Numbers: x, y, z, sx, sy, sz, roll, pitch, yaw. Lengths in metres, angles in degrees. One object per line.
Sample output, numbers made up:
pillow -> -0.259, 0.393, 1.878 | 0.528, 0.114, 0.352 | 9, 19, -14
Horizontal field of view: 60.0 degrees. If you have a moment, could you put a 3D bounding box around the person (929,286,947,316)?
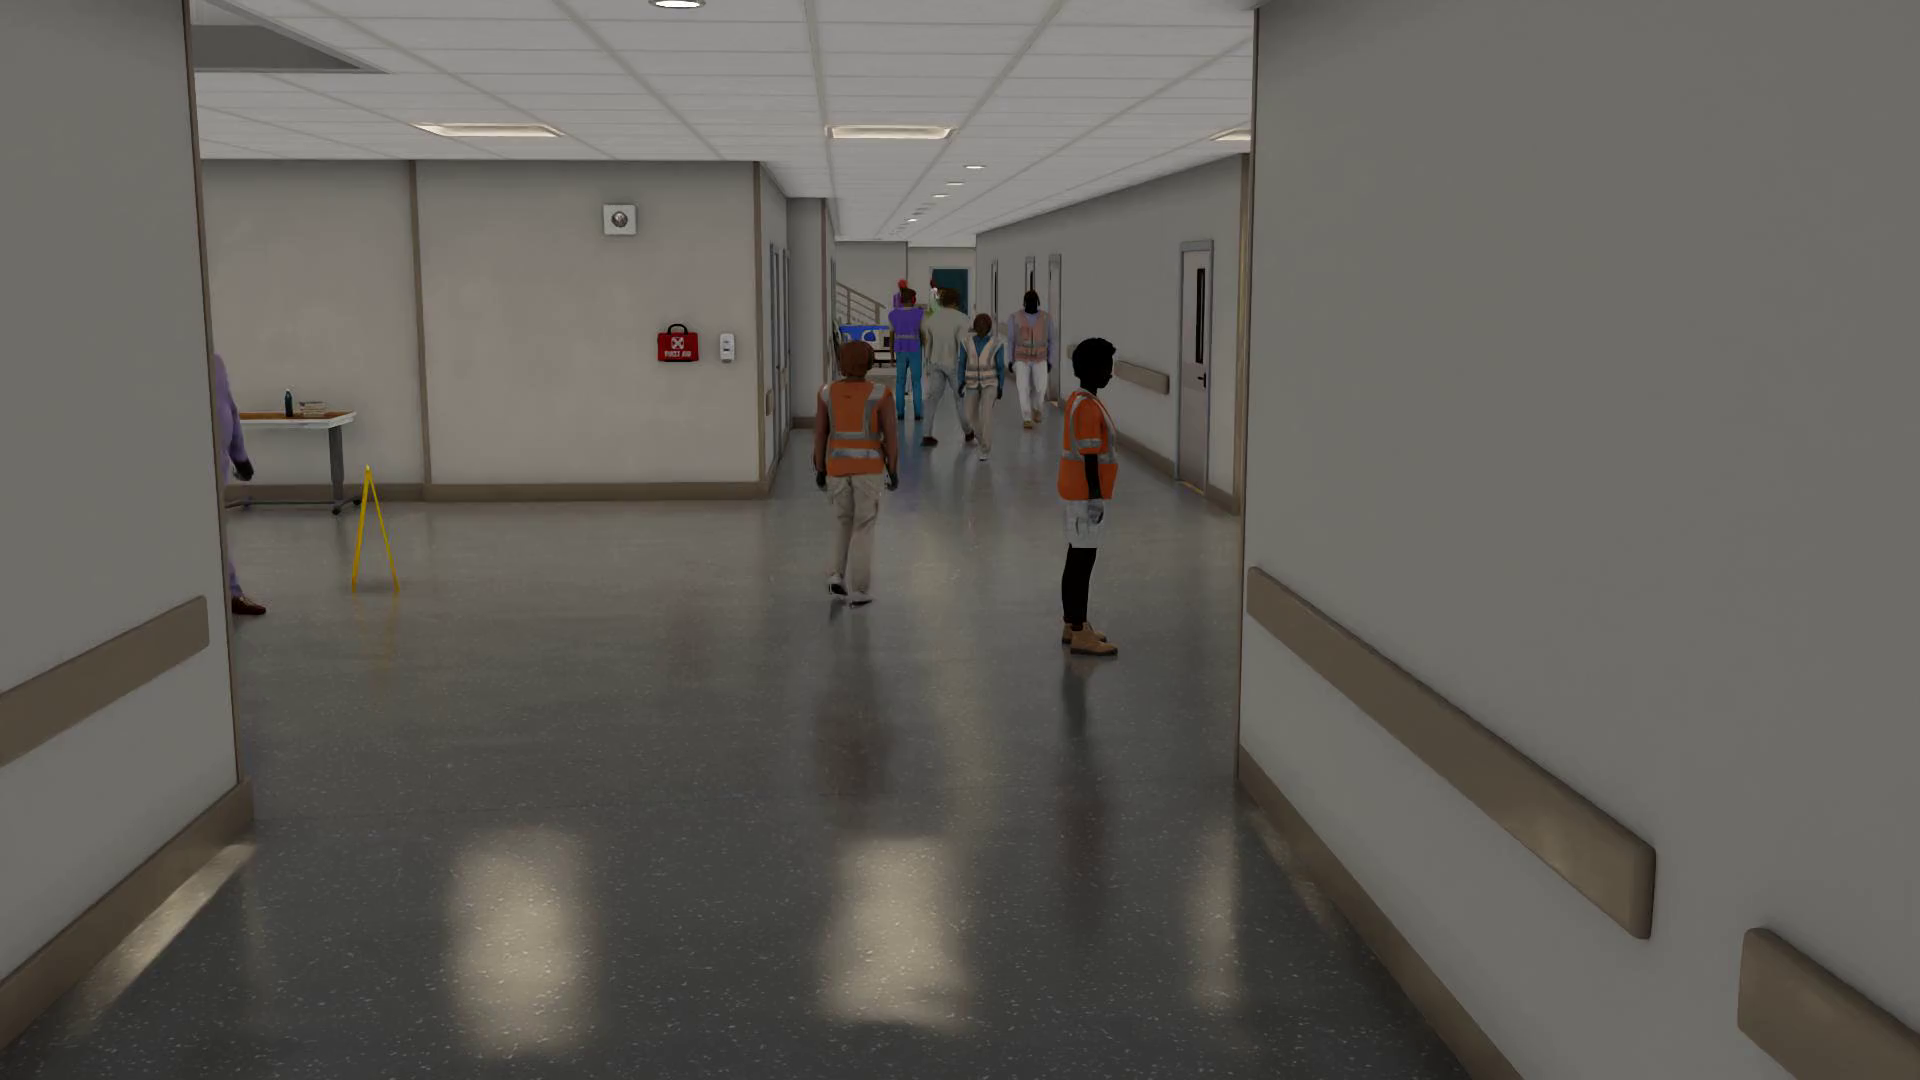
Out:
person -> -0.346, -4.397, 34.683 | 0.570, 1.818, 0.662 | 1, 9, 8

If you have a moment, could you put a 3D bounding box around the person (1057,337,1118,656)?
person -> 0.686, -0.236, 8.928 | 0.319, 1.694, 0.533 | -1, 9, -3

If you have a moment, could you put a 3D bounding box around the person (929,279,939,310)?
person -> -0.868, -7.784, 55.714 | 0.354, 1.886, 0.572 | 4, 10, 26

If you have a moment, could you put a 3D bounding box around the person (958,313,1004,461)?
person -> 0.252, -1.704, 18.380 | 0.511, 1.614, 0.660 | 2, 9, 14

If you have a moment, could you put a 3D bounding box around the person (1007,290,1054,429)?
person -> 0.928, -2.387, 22.018 | 0.629, 1.828, 0.477 | 0, 9, -1

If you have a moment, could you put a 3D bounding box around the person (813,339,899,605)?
person -> -0.636, -0.414, 10.243 | 0.518, 1.629, 0.398 | 4, 10, 22

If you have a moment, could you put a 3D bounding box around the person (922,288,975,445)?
person -> -0.123, -2.074, 19.952 | 0.657, 1.854, 1.097 | 5, 11, 31

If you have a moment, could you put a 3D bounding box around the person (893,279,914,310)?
person -> -1.450, -5.625, 42.090 | 0.566, 1.900, 0.878 | 1, 9, 9

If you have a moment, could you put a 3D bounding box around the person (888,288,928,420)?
person -> -0.723, -2.588, 23.242 | 0.564, 1.837, 0.388 | 2, 9, 13
